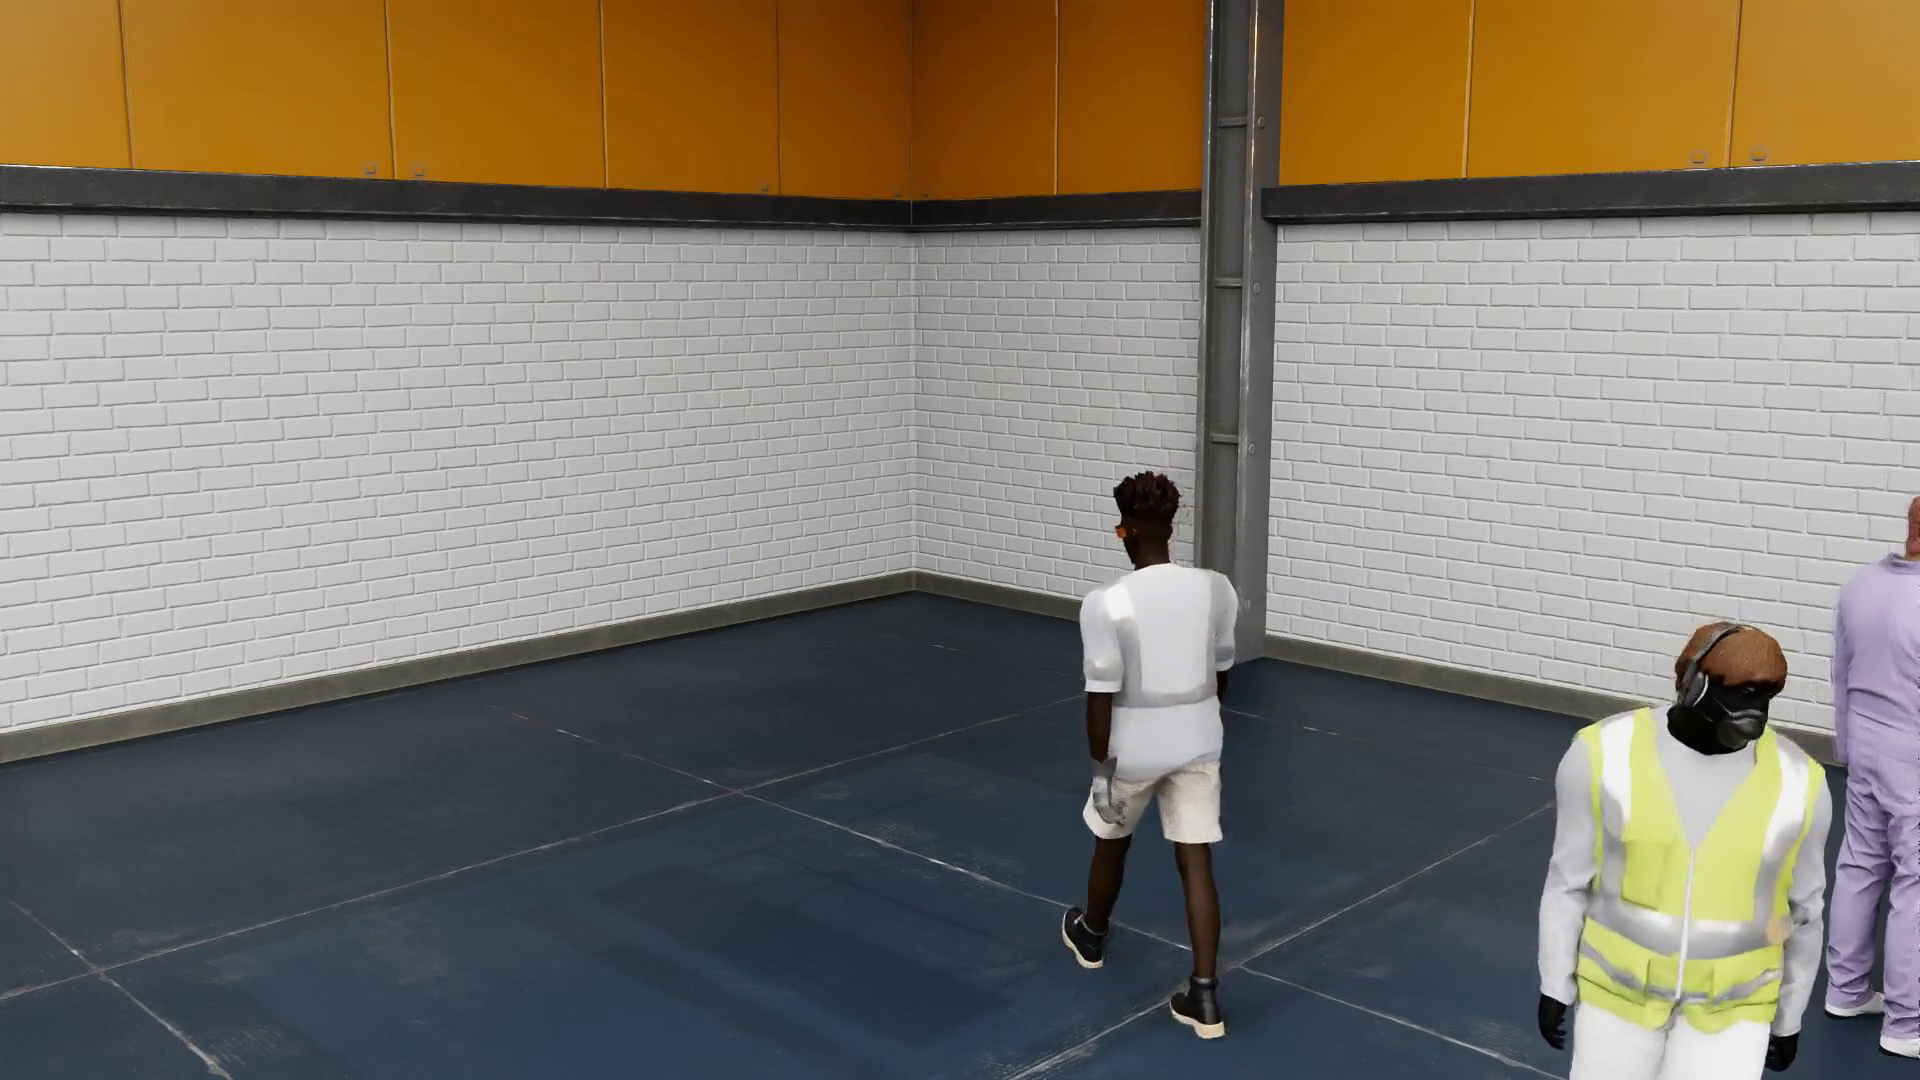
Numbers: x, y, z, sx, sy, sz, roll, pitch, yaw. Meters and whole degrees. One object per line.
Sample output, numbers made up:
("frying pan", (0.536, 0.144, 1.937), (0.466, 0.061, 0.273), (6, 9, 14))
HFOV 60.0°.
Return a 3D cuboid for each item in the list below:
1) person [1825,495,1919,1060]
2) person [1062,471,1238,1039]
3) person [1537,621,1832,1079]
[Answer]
("person", (3.198, 0.765, 5.570), (0.401, 1.900, 0.693), (-1, 9, -7))
("person", (0.675, 0.708, 5.876), (0.612, 1.919, 0.972), (-2, 10, -15))
("person", (1.719, 1.069, 4.002), (0.629, 1.801, 0.837), (4, 10, 22))
